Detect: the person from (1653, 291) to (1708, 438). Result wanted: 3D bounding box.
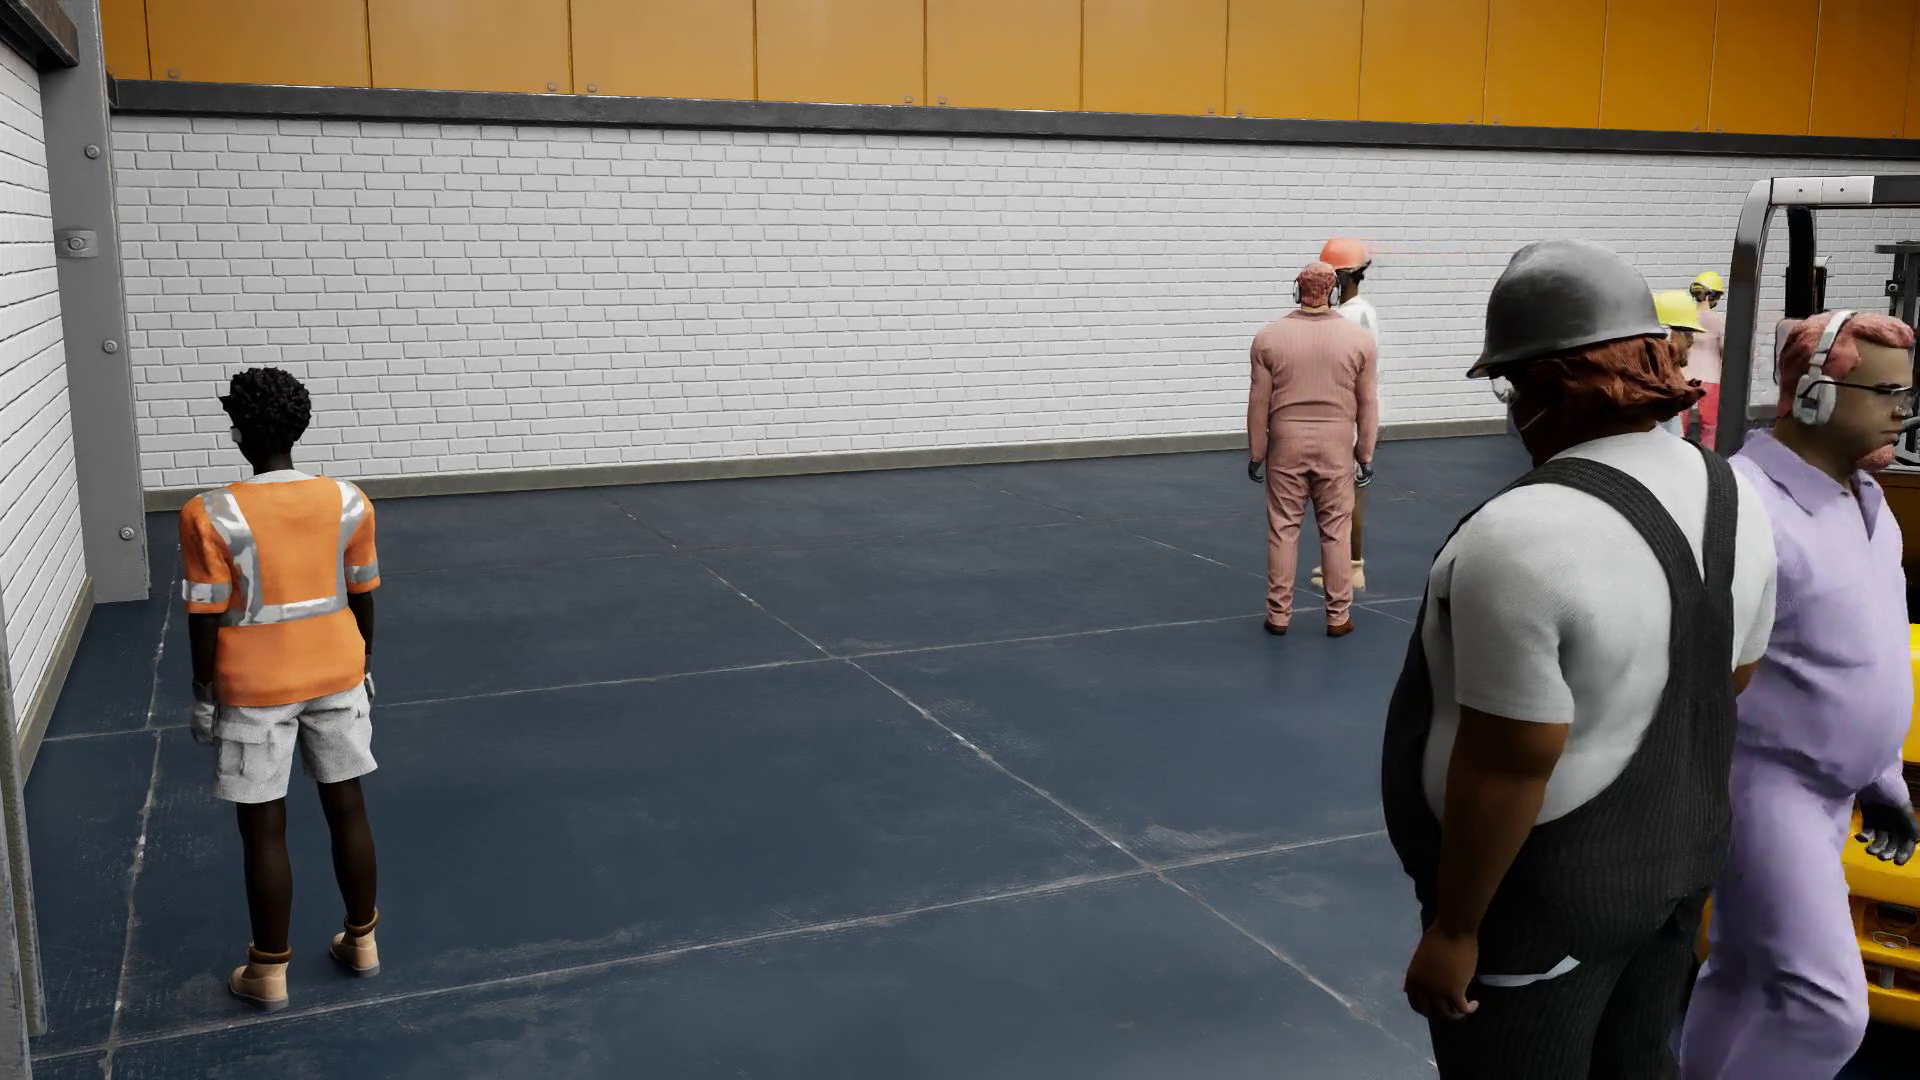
[{"bbox_3d":[3.241,-0.257,7.753,0.951,1.770,0.642,7,12,34],"label":"person"}]

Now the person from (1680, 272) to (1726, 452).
[{"bbox_3d":[5.839,-1.229,13.155,0.526,1.760,0.337,10,14,43],"label":"person"}]

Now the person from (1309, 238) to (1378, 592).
[{"bbox_3d":[2.149,-0.697,9.511,0.511,2.026,0.612,3,11,18],"label":"person"}]

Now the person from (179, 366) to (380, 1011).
[{"bbox_3d":[-1.786,0.389,4.427,0.318,1.691,0.534,9,13,40],"label":"person"}]

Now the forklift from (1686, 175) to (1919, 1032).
[{"bbox_3d":[2.810,0.094,4.662,1.214,2.155,2.313,7,12,34],"label":"forklift"}]

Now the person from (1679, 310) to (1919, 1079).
[{"bbox_3d":[1.643,0.507,3.233,0.639,1.888,0.530,-10,14,-44],"label":"person"}]

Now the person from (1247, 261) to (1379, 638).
[{"bbox_3d":[1.789,-0.454,8.477,0.652,1.906,0.403,2,10,11],"label":"person"}]
